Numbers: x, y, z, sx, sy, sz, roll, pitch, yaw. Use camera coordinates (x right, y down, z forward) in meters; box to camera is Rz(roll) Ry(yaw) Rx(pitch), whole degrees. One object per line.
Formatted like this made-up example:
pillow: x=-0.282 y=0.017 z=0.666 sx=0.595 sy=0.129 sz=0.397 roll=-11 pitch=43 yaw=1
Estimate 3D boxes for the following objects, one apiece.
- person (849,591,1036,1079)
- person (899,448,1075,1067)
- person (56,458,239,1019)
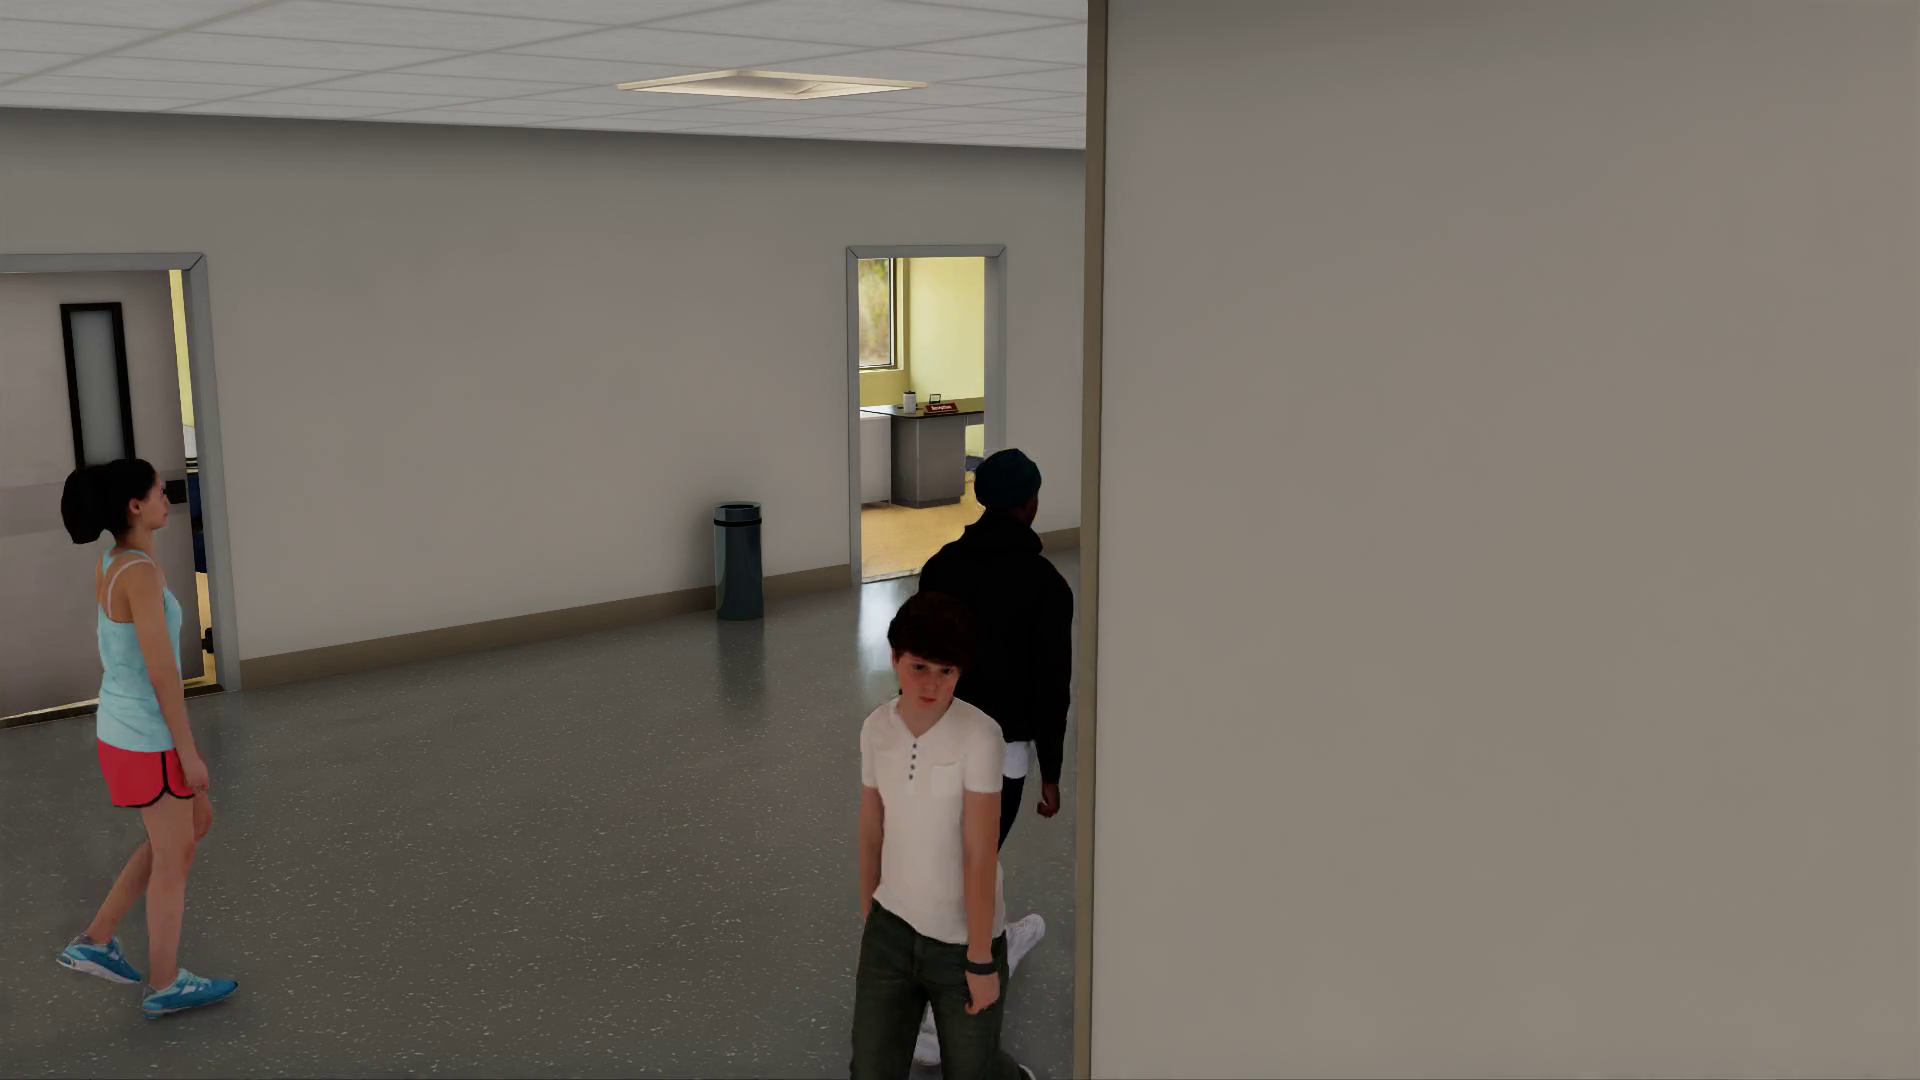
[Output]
person: x=-0.008 y=0.918 z=3.894 sx=0.808 sy=1.632 sz=1.103 roll=7 pitch=13 yaw=33
person: x=-0.001 y=0.649 z=4.944 sx=0.834 sy=1.771 sz=1.143 roll=8 pitch=13 yaw=35
person: x=-2.550 y=0.640 z=5.041 sx=0.735 sy=1.752 sz=0.606 roll=-8 pitch=13 yaw=-35
